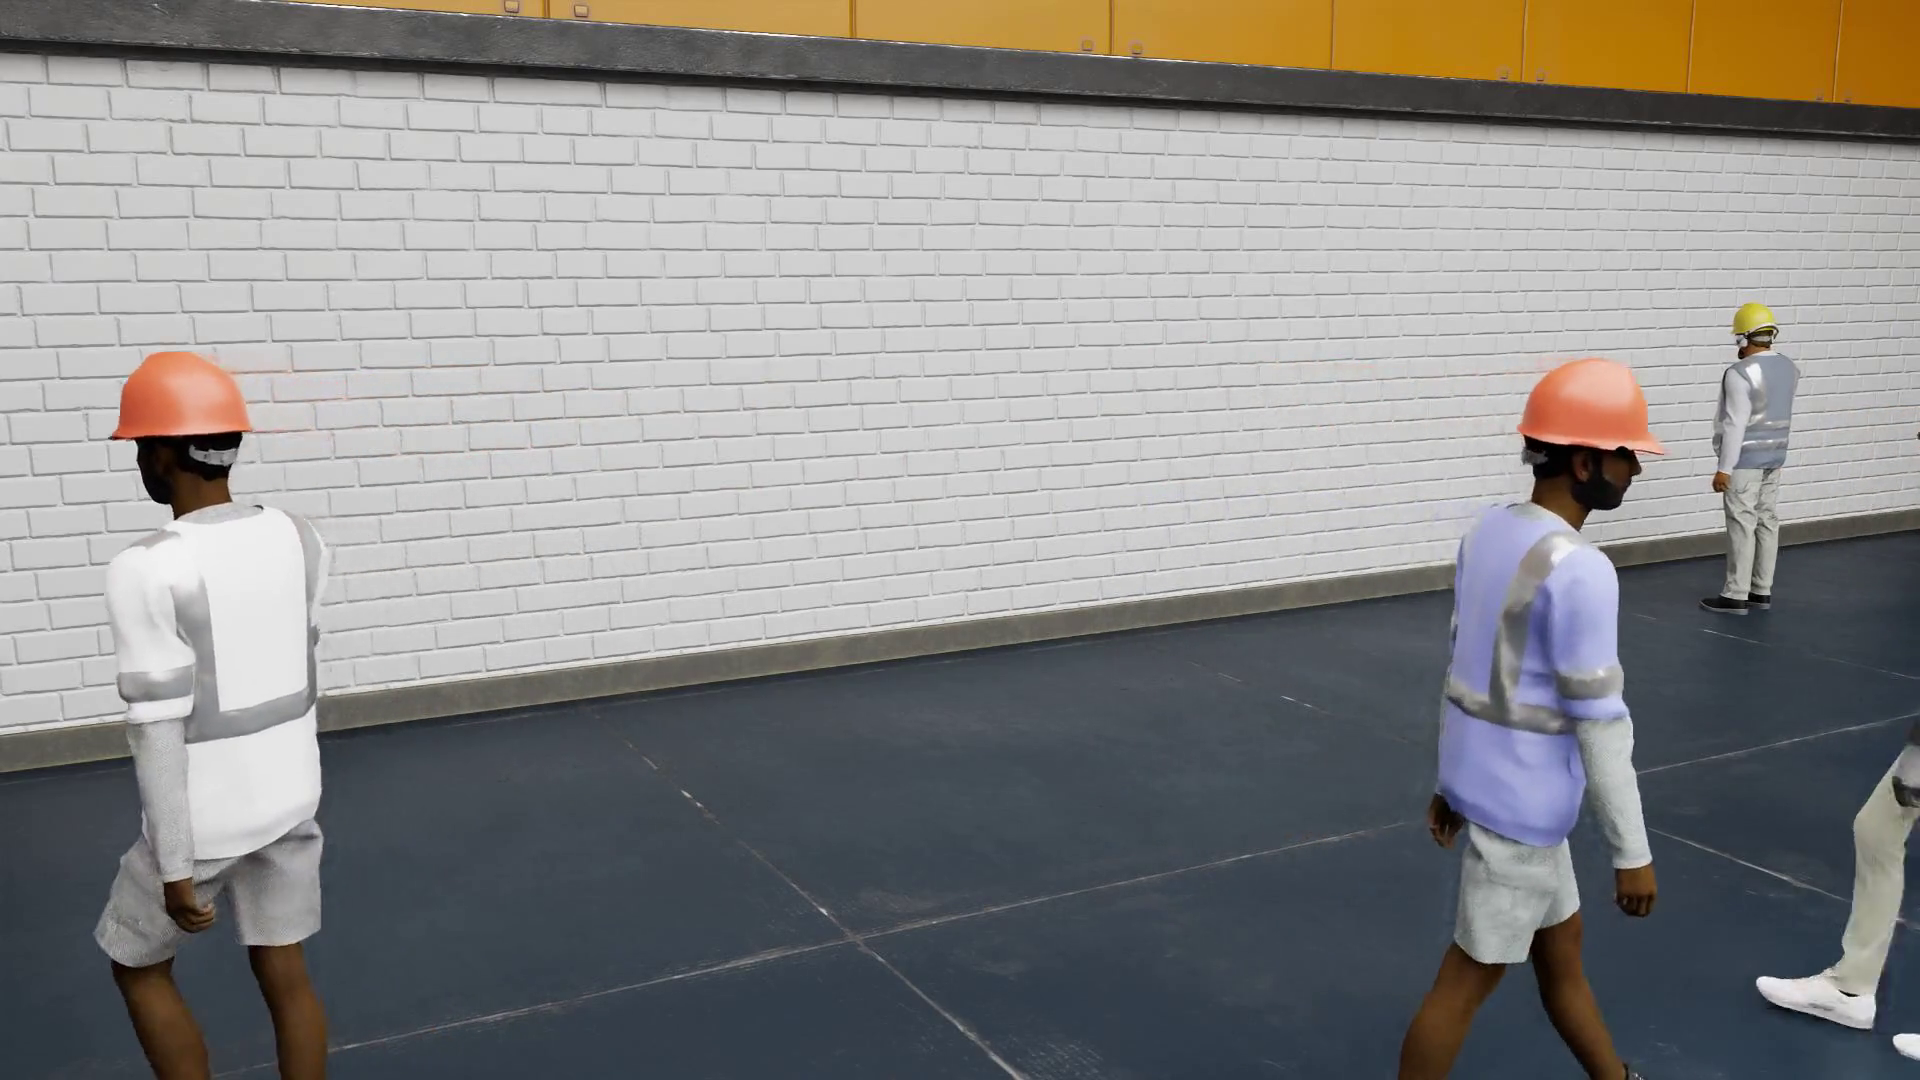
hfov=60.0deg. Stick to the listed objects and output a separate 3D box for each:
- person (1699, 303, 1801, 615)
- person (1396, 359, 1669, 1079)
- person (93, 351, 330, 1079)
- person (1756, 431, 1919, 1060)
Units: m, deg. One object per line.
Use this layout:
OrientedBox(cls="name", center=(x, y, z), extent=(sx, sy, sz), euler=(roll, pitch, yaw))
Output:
OrientedBox(cls="person", center=(4.634, -0.473, 9.785), extent=(0.589, 1.827, 0.404), euler=(-6, 12, -31))
OrientedBox(cls="person", center=(1.355, 0.559, 3.631), extent=(0.926, 1.890, 0.558), euler=(0, 10, 0))
OrientedBox(cls="person", center=(-1.595, 0.561, 3.570), extent=(0.514, 1.919, 0.552), euler=(5, 11, 27))
OrientedBox(cls="person", center=(2.465, 0.464, 4.332), extent=(0.768, 1.842, 0.555), euler=(5, 11, 28))
